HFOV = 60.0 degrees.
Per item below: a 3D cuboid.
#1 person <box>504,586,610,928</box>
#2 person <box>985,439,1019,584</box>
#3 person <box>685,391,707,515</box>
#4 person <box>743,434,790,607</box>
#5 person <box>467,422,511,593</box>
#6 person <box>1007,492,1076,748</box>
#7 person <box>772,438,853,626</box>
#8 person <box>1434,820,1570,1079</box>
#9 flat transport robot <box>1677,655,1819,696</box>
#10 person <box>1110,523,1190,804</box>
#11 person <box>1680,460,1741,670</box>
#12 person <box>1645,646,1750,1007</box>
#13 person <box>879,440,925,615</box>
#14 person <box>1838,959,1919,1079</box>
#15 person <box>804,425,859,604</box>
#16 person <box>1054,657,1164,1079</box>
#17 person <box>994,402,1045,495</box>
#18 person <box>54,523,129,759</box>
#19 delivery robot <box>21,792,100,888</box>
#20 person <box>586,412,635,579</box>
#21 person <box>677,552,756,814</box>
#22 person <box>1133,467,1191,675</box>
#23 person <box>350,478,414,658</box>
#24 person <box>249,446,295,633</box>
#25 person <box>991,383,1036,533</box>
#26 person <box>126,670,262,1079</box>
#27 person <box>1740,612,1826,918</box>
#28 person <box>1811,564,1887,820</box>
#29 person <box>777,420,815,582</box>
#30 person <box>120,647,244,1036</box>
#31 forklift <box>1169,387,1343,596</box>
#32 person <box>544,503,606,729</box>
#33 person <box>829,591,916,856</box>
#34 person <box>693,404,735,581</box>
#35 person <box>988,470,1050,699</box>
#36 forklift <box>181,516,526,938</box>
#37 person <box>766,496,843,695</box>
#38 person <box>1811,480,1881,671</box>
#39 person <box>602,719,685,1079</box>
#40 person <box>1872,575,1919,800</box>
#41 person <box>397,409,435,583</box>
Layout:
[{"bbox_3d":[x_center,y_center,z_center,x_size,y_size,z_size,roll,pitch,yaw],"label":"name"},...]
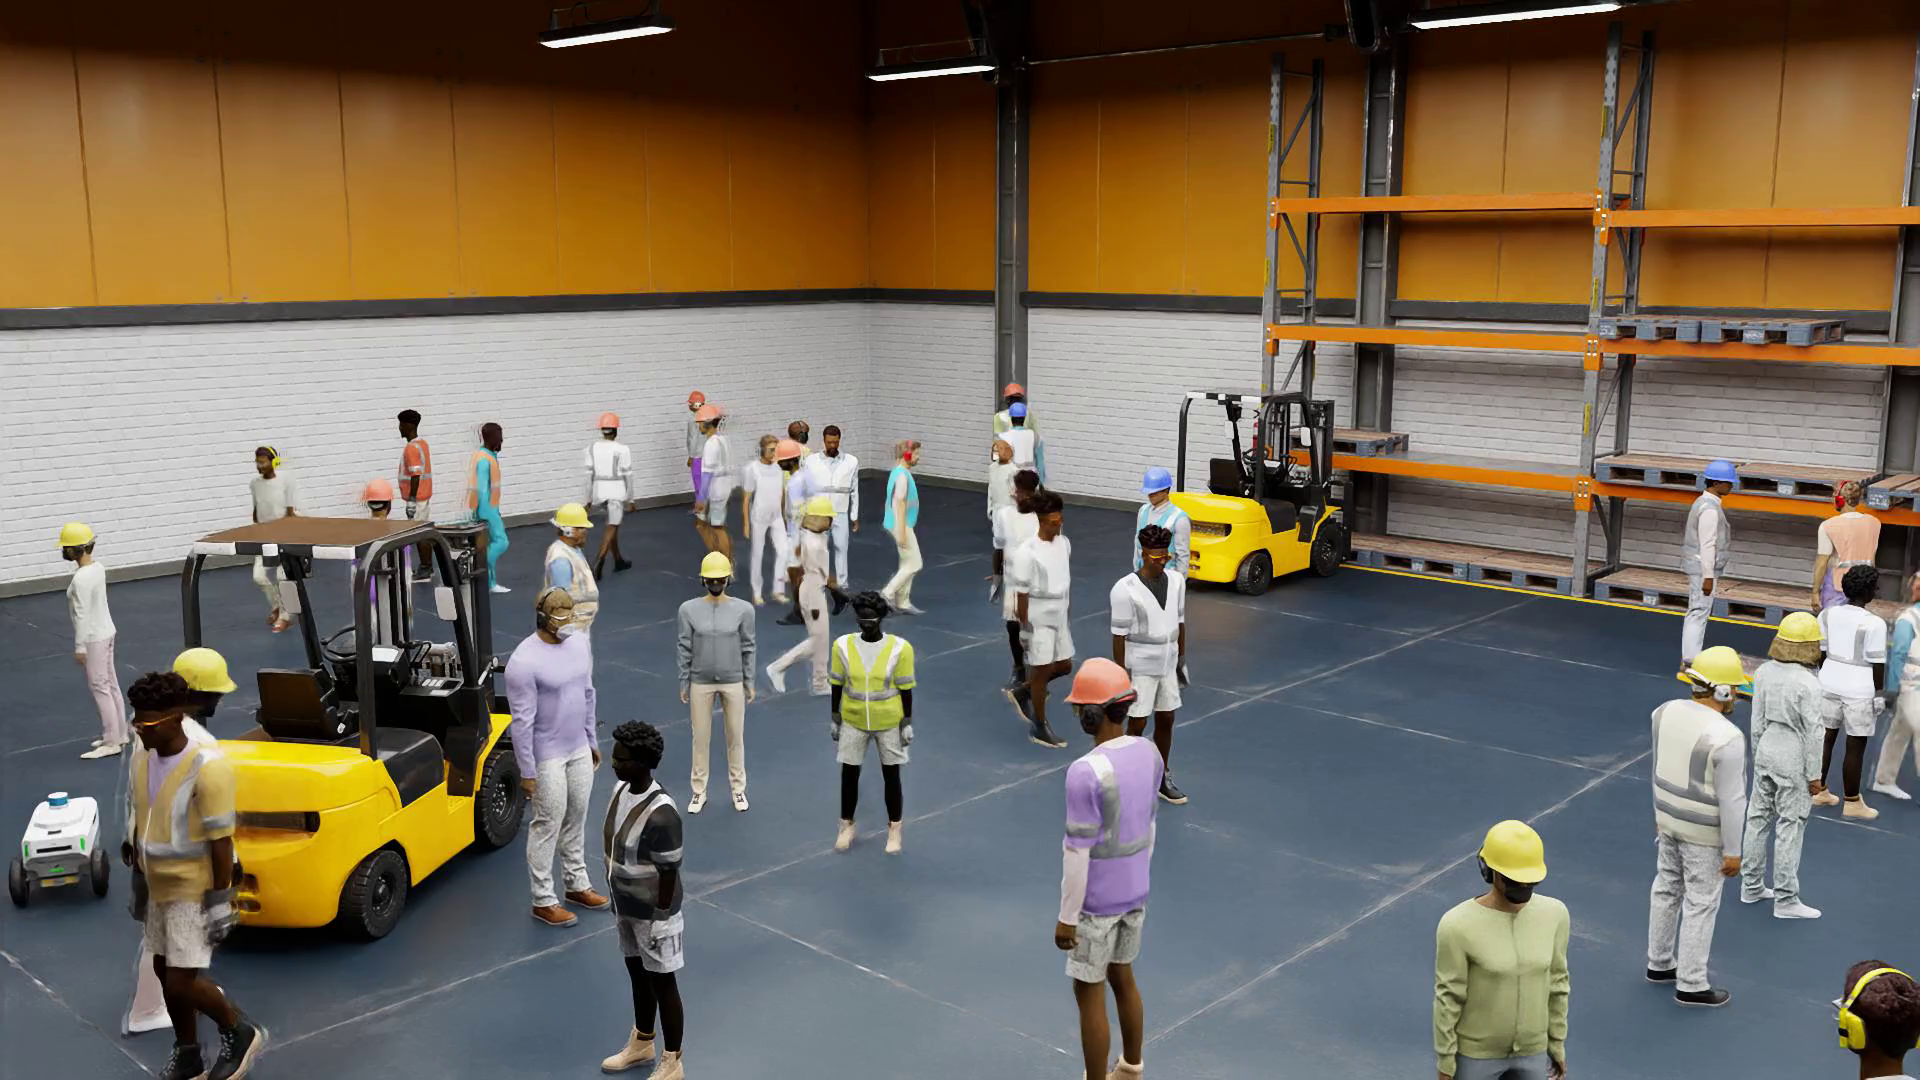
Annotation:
[{"bbox_3d":[-2.248,1.196,9.274,0.380,1.928,0.636,5,11,25],"label":"person"},{"bbox_3d":[0.489,-0.326,18.790,0.277,1.628,0.505,-7,12,-36],"label":"person"},{"bbox_3d":[-3.711,-1.238,23.593,0.319,1.755,0.572,3,10,18],"label":"person"},{"bbox_3d":[-2.022,-0.189,17.427,0.585,1.825,0.587,-7,12,-33],"label":"person"},{"bbox_3d":[-5.124,-0.336,18.079,0.438,1.902,0.587,-2,10,-13],"label":"person"},{"bbox_3d":[0.594,0.584,12.664,0.575,1.953,0.604,9,13,40],"label":"person"},{"bbox_3d":[-1.499,-0.073,16.552,0.687,1.909,0.558,1,10,5],"label":"person"},{"bbox_3d":[1.963,1.851,6.021,0.517,1.760,0.331,-2,10,-12],"label":"person"},{"bbox_3d":[6.855,1.198,13.961,0.652,0.197,1.431,-6,11,-30],"label":"flat transport robot"},{"bbox_3d":[1.284,0.843,11.197,0.621,1.952,0.384,-7,12,-33],"label":"person"},{"bbox_3d":[6.548,0.260,14.562,0.414,1.941,0.611,4,11,20],"label":"person"},{"bbox_3d":[3.680,1.421,8.291,0.403,1.821,0.601,-3,10,-14],"label":"person"},{"bbox_3d":[-0.566,-0.115,17.005,0.436,1.823,0.587,0,10,-1],"label":"person"},{"bbox_3d":[2.454,2.059,4.550,0.512,1.861,0.325,-2,10,-11],"label":"person"},{"bbox_3d":[-1.361,-0.269,17.632,0.588,1.917,0.392,-2,10,-10],"label":"person"},{"bbox_3d":[0.613,1.510,7.189,0.409,2.029,0.617,8,13,38],"label":"person"},{"bbox_3d":[0.729,-0.722,20.247,0.625,1.912,0.976,-4,11,-21],"label":"person"},{"bbox_3d":[-6.466,0.739,12.351,0.345,1.762,0.529,-3,10,-14],"label":"person"},{"bbox_3d":[-5.303,1.733,9.816,0.477,0.478,0.707,-4,10,-22],"label":"delivery robot"},{"bbox_3d":[-4.052,-0.510,19.088,0.581,1.904,0.911,3,11,19],"label":"person"},{"bbox_3d":[-1.622,0.948,11.119,0.525,1.772,0.305,-1,10,-7],"label":"person"},{"bbox_3d":[1.684,0.338,14.112,0.398,1.939,0.602,-8,12,-37],"label":"person"},{"bbox_3d":[-4.763,0.439,13.669,0.554,1.899,0.954,1,10,7],"label":"person"},{"bbox_3d":[-6.742,-0.006,16.329,0.508,1.855,0.382,2,10,9],"label":"person"},{"bbox_3d":[0.666,-1.043,21.730,0.653,2.014,0.776,-4,11,-20],"label":"person"},{"bbox_3d":[-3.439,1.520,7.332,0.634,1.950,0.405,7,12,33],"label":"person"},{"bbox_3d":[4.685,1.261,9.412,0.294,1.744,0.485,-3,10,-18],"label":"person"},{"bbox_3d":[5.905,0.999,11.034,0.320,1.698,0.531,-3,11,-19],"label":"person"},{"bbox_3d":[-1.802,-0.424,18.724,0.619,1.845,0.430,9,13,41],"label":"person"},{"bbox_3d":[-3.762,1.445,7.987,0.622,1.870,0.615,9,13,42],"label":"person"},{"bbox_3d":[3.298,-0.608,18.767,1.214,2.155,2.313,9,13,42],"label":"forklift"},{"bbox_3d":[-2.993,0.616,12.860,0.404,1.829,0.621,-1,10,-6],"label":"person"},{"bbox_3d":[-0.545,1.132,10.322,0.548,1.689,0.319,1,10,8],"label":"person"},{"bbox_3d":[-2.807,-0.516,18.747,0.583,2.017,0.628,-1,10,-5],"label":"person"},{"bbox_3d":[0.548,0.365,14.011,0.683,1.945,0.468,6,12,31],"label":"person"},{"bbox_3d":[-3.583,0.976,9.748,1.214,2.155,2.313,2,10,11],"label":"forklift"},{"bbox_3d":[-1.286,0.488,13.882,0.569,1.725,0.483,0,10,-3],"label":"person"},{"bbox_3d":[7.408,0.421,13.940,0.559,1.836,0.394,-2,10,-12],"label":"person"},{"bbox_3d":[-1.419,1.630,7.444,0.318,1.697,0.535,-8,13,-37],"label":"person"},{"bbox_3d":[6.523,1.019,11.161,0.528,1.611,0.730,-8,12,-37],"label":"person"},{"bbox_3d":[-6.158,-0.501,18.805,0.361,1.964,0.617,-1,10,-7],"label":"person"}]
